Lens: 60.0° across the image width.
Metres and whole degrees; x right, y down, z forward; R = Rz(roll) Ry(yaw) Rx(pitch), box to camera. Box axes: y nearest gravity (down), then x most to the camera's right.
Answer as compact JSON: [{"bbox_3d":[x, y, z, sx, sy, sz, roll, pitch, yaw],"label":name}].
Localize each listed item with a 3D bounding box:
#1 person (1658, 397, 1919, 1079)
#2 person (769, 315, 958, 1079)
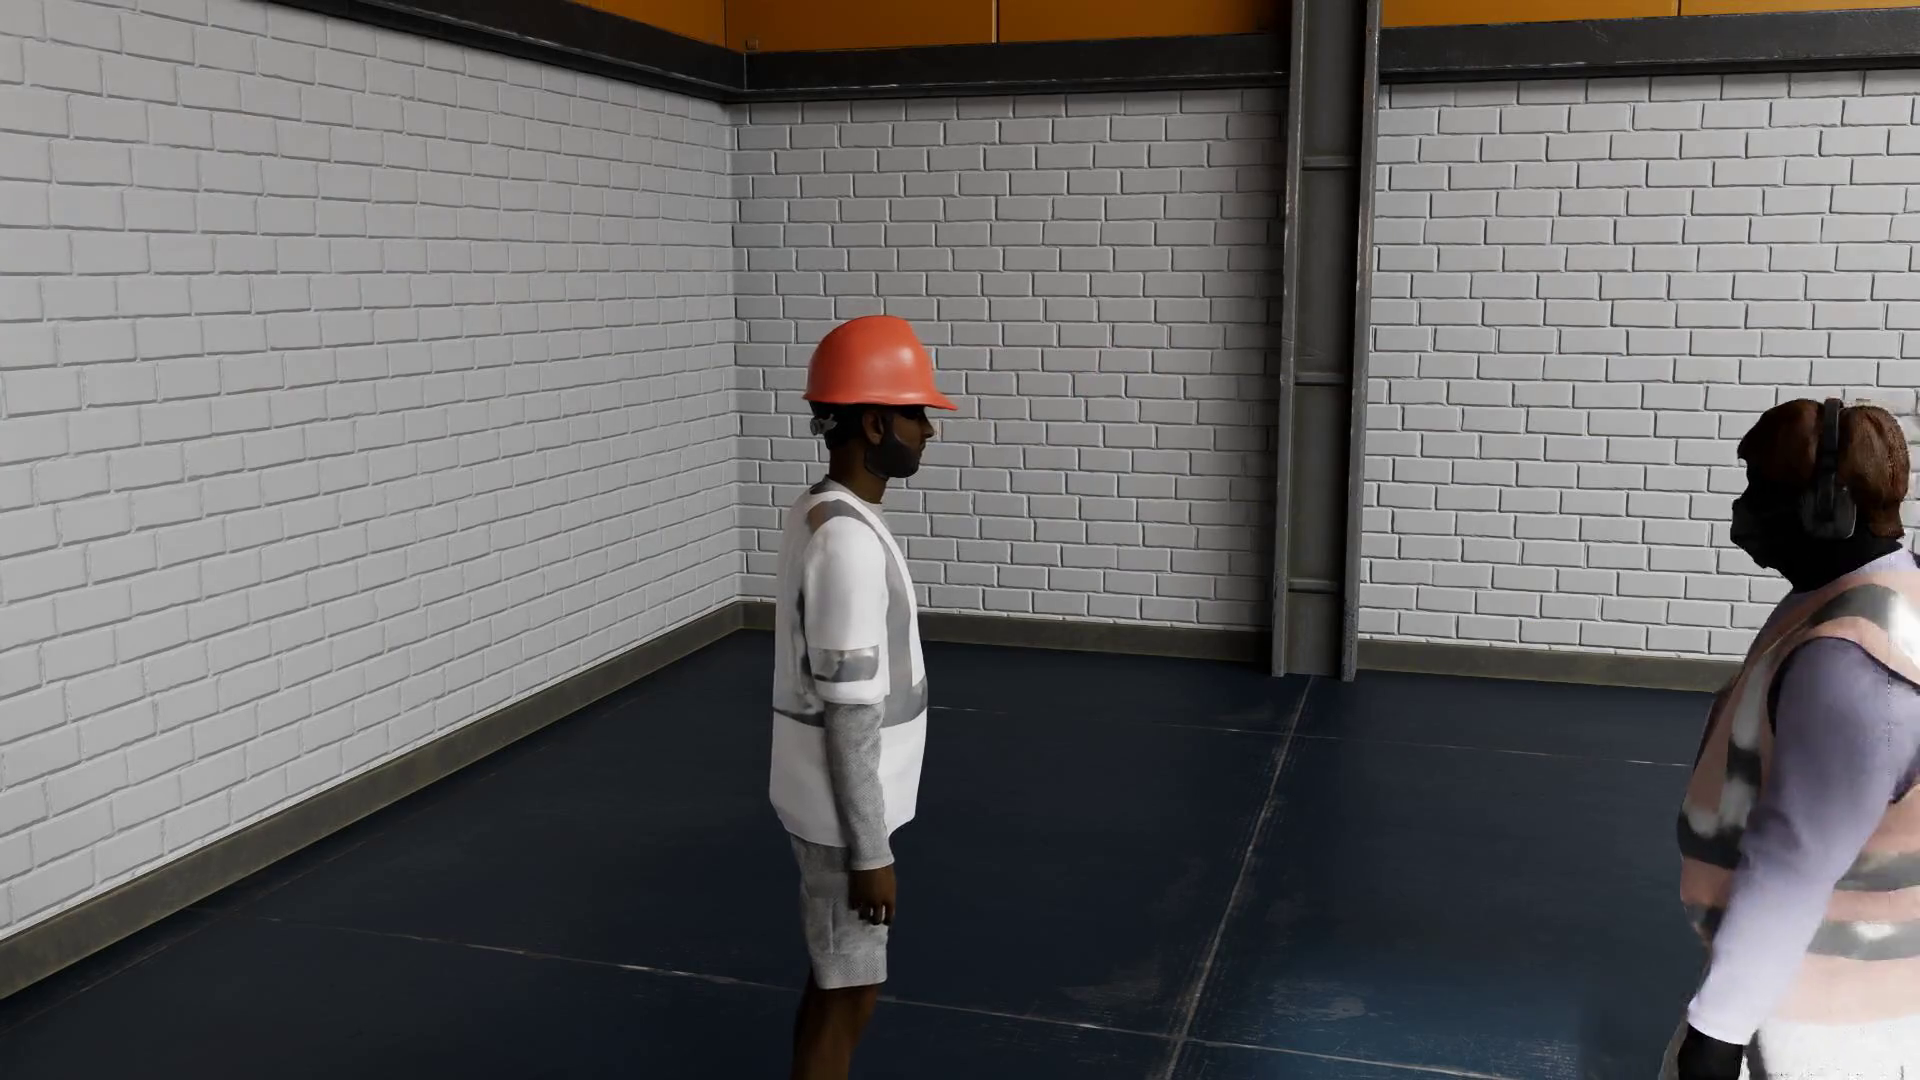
[{"bbox_3d":[1.262,0.673,2.755,0.833,1.811,0.660,5,10,27],"label":"person"},{"bbox_3d":[-0.196,0.520,3.363,0.390,1.930,0.544,-1,9,-5],"label":"person"}]
